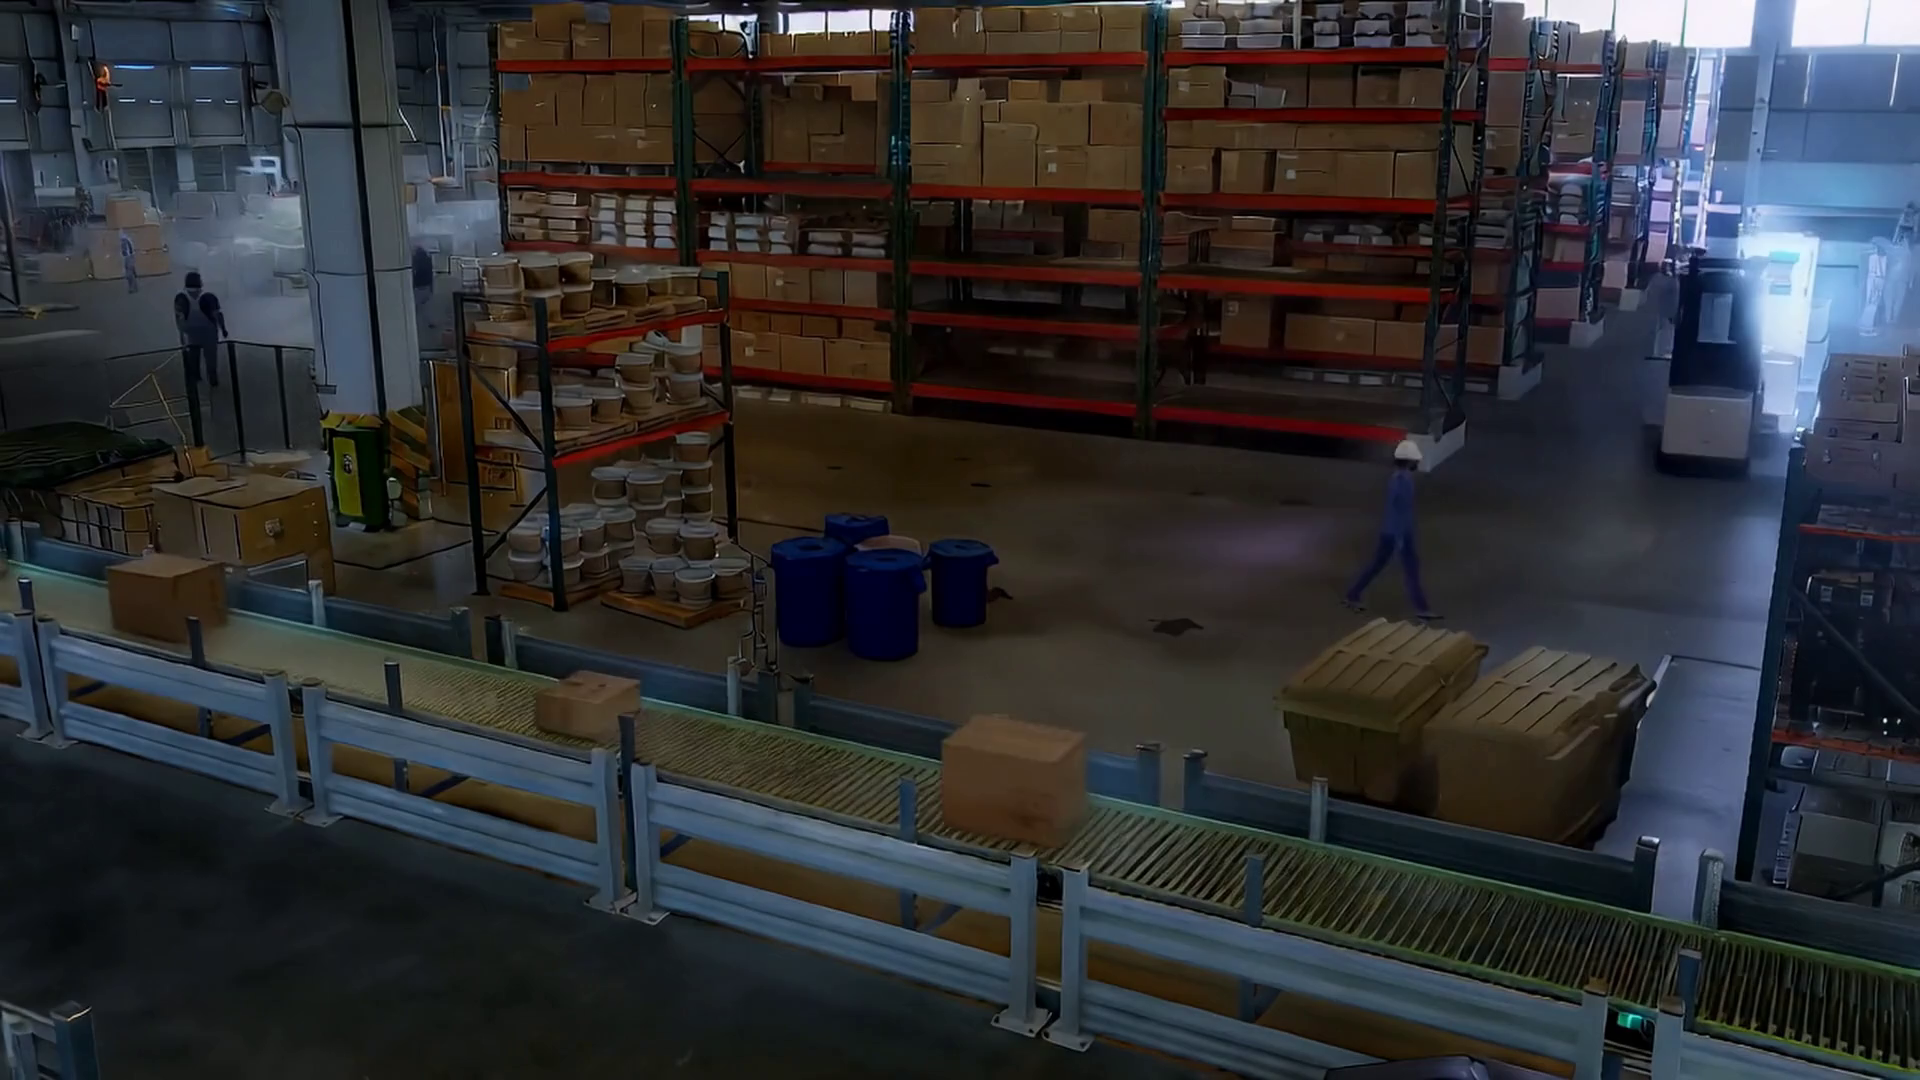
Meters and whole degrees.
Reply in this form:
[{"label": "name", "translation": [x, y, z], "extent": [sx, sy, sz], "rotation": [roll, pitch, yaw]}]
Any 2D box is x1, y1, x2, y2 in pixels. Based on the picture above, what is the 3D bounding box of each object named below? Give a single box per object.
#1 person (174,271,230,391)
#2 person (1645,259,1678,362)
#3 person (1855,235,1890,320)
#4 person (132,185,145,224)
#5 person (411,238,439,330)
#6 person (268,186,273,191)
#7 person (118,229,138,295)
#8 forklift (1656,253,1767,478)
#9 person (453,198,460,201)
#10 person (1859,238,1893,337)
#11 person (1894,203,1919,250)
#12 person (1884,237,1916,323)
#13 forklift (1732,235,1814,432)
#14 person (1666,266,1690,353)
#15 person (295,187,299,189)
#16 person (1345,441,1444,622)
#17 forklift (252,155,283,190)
[{"label": "person", "translation": [-12.715, -3.523, 27.953], "extent": [0.770, 2.000, 0.539], "rotation": [-3, 15, -12]}, {"label": "person", "translation": [13.172, -4.291, 31.117], "extent": [0.400, 1.902, 0.641], "rotation": [-5, 16, -18]}, {"label": "person", "translation": [20.094, -5.770, 36.680], "extent": [0.663, 1.890, 0.582], "rotation": [9, 17, 31]}, {"label": "person", "translation": [-30.807, -12.477, 62.347], "extent": [0.711, 1.648, 0.596], "rotation": [-12, 19, -38]}, {"label": "person", "translation": [-11.384, -5.354, 35.002], "extent": [0.628, 1.963, 0.846], "rotation": [9, 17, 30]}, {"label": "person", "translation": [-25.564, -12.279, 61.120], "extent": [0.665, 1.903, 0.903], "rotation": [8, 17, 27]}, {"label": "person", "translation": [-20.822, -6.947, 41.593], "extent": [0.311, 1.638, 0.523], "rotation": [-2, 15, -8]}, {"label": "forklift", "translation": [9.976, -2.360, 21.971], "extent": [1.129, 2.768, 1.873], "rotation": [7, 16, 25]}, {"label": "person", "translation": [-16.462, -10.385, 54.527], "extent": [0.523, 1.637, 0.309], "rotation": [12, 19, 38]}, {"label": "person", "translation": [18.935, -5.209, 34.318], "extent": [0.401, 2.035, 0.600], "rotation": [14, 21, 43]}, {"label": "person", "translation": [27.983, -9.052, 49.156], "extent": [0.473, 1.821, 0.608], "rotation": [-9, 17, -30]}, {"label": "person", "translation": [20.609, -5.731, 36.570], "extent": [0.647, 1.878, 0.883], "rotation": [8, 17, 29]}, {"label": "forklift", "translation": [12.129, -3.162, 24.987], "extent": [1.129, 2.768, 1.873], "rotation": [8, 17, 27]}, {"label": "person", "translation": [13.847, -4.409, 31.942], "extent": [0.318, 1.697, 0.535], "rotation": [-1, 15, -3]}, {"label": "person", "translation": [-22.029, -10.822, 55.596], "extent": [0.628, 1.935, 0.373], "rotation": [13, 20, 41]}, {"label": "person", "translation": [4.112, -0.096, 15.689], "extent": [0.926, 1.721, 0.534], "rotation": [9, 17, 30]}, {"label": "forklift", "translation": [-24.902, -12.492, 60.060], "extent": [1.873, 2.768, 1.129], "rotation": [13, 20, 40]}]
